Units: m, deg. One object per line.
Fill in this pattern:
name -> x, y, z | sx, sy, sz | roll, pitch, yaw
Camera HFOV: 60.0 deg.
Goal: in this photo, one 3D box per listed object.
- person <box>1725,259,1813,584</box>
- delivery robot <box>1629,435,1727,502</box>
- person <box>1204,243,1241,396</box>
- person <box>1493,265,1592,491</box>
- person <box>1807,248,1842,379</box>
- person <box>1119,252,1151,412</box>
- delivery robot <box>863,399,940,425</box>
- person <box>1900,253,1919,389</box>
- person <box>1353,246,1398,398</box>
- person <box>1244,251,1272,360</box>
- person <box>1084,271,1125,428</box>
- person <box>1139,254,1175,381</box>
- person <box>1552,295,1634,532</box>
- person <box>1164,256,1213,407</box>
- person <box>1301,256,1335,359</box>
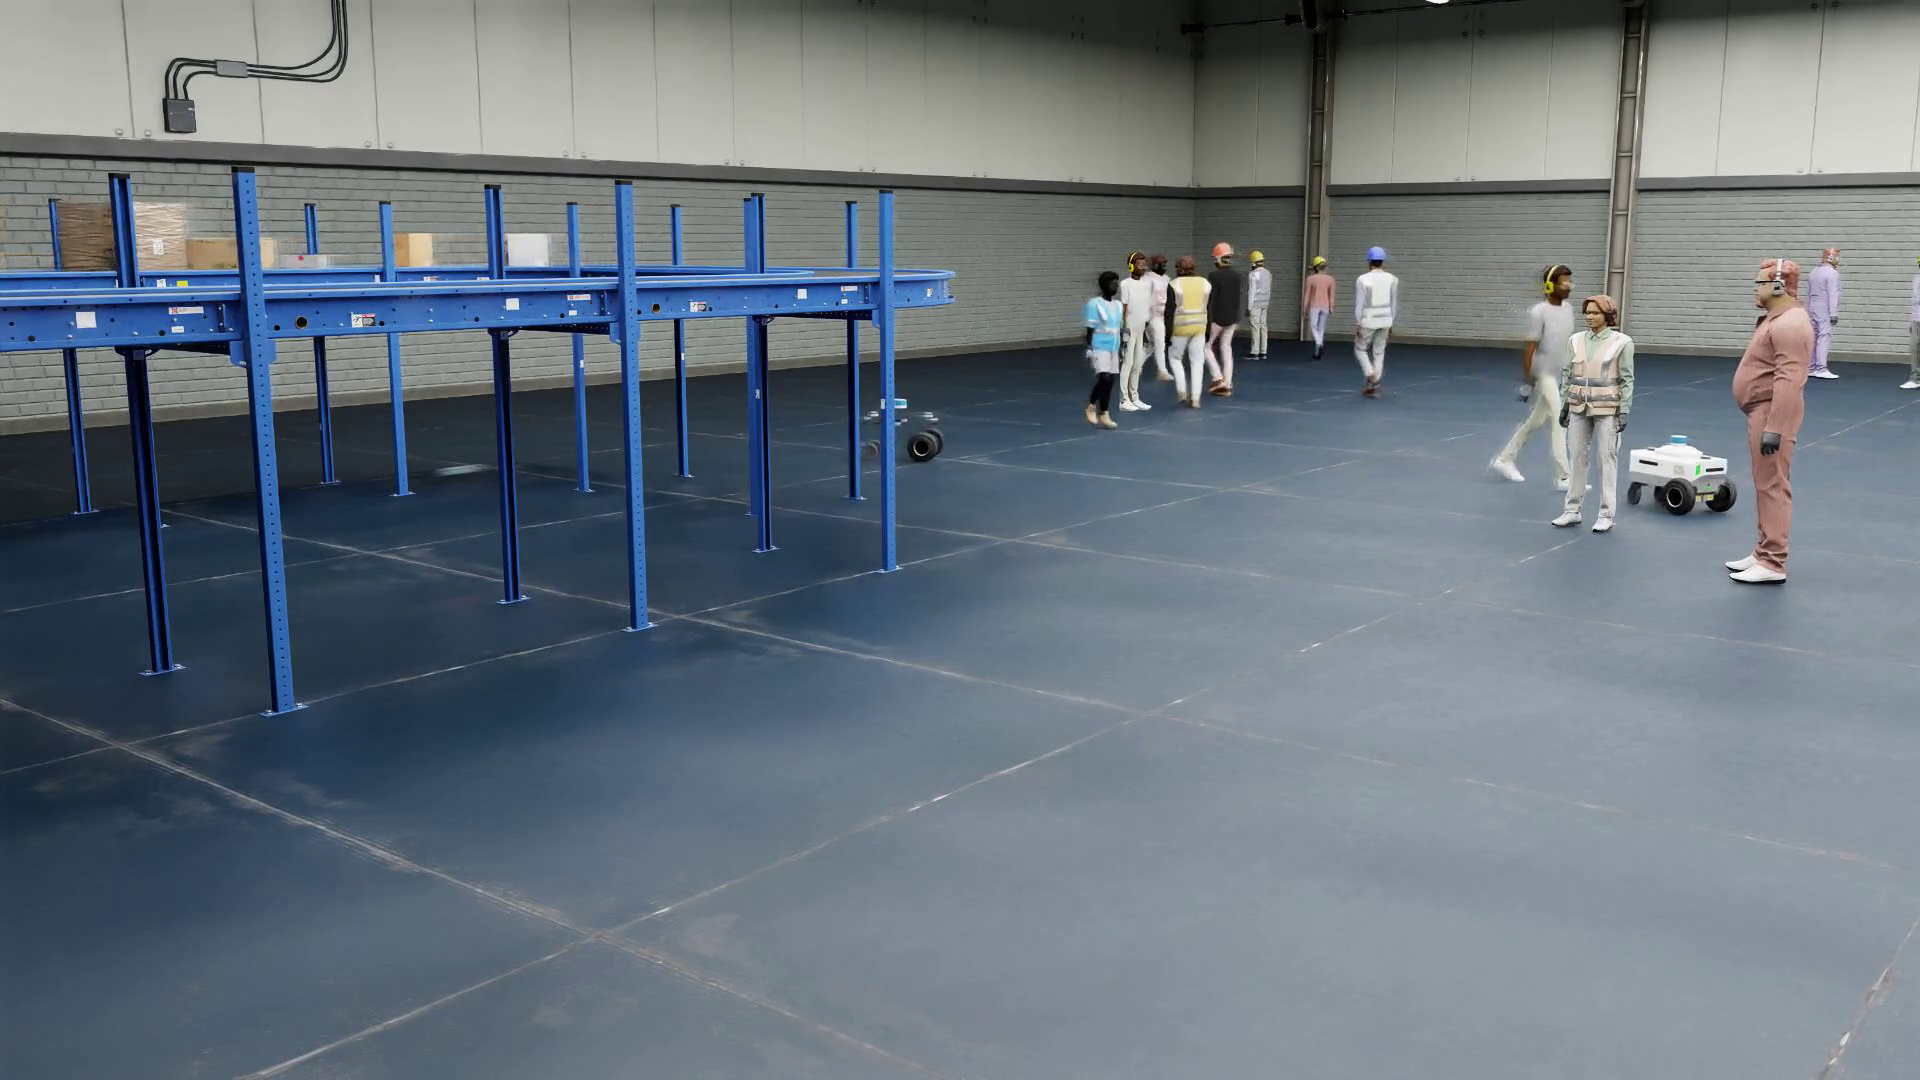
person -> 4.789, -0.703, 9.869 | 0.403, 1.906, 0.651 | 4, 11, 22
delivery robot -> 5.433, -0.549, 12.603 | 0.477, 0.478, 0.707 | -5, 11, -23
person -> 3.394, -2.876, 21.706 | 0.646, 1.972, 0.460 | -8, 13, -38
person -> 4.833, -1.355, 13.721 | 0.532, 1.828, 0.968 | -9, 13, -40
person -> 12.712, -3.329, 24.434 | 0.405, 1.903, 0.636 | 0, 10, -2
person -> 2.092, -2.480, 19.813 | 0.326, 1.871, 0.520 | 8, 13, 37
delivery robot -> -0.546, -1.196, 15.483 | 0.698, 0.223, 0.335 | 2, 10, 8
person -> 13.155, -2.997, 22.575 | 0.529, 1.904, 0.601 | -3, 11, -14
person -> 5.340, -2.804, 21.425 | 0.617, 1.929, 0.455 | -2, 11, -14
person -> 5.038, -3.983, 28.251 | 0.403, 1.828, 0.597 | 10, 14, 43
person -> 1.574, -2.037, 17.825 | 0.541, 1.686, 0.364 | -9, 14, -42
person -> 2.833, -3.257, 24.267 | 0.770, 1.821, 0.631 | 9, 13, 40
person -> 4.433, -0.887, 11.623 | 0.309, 1.639, 0.523 | -8, 13, -38
person -> 2.770, -2.535, 20.280 | 0.683, 1.815, 0.531 | -3, 11, -14
person -> 6.101, -3.923, 28.168 | 0.542, 1.737, 0.692 | -2, 10, -10
